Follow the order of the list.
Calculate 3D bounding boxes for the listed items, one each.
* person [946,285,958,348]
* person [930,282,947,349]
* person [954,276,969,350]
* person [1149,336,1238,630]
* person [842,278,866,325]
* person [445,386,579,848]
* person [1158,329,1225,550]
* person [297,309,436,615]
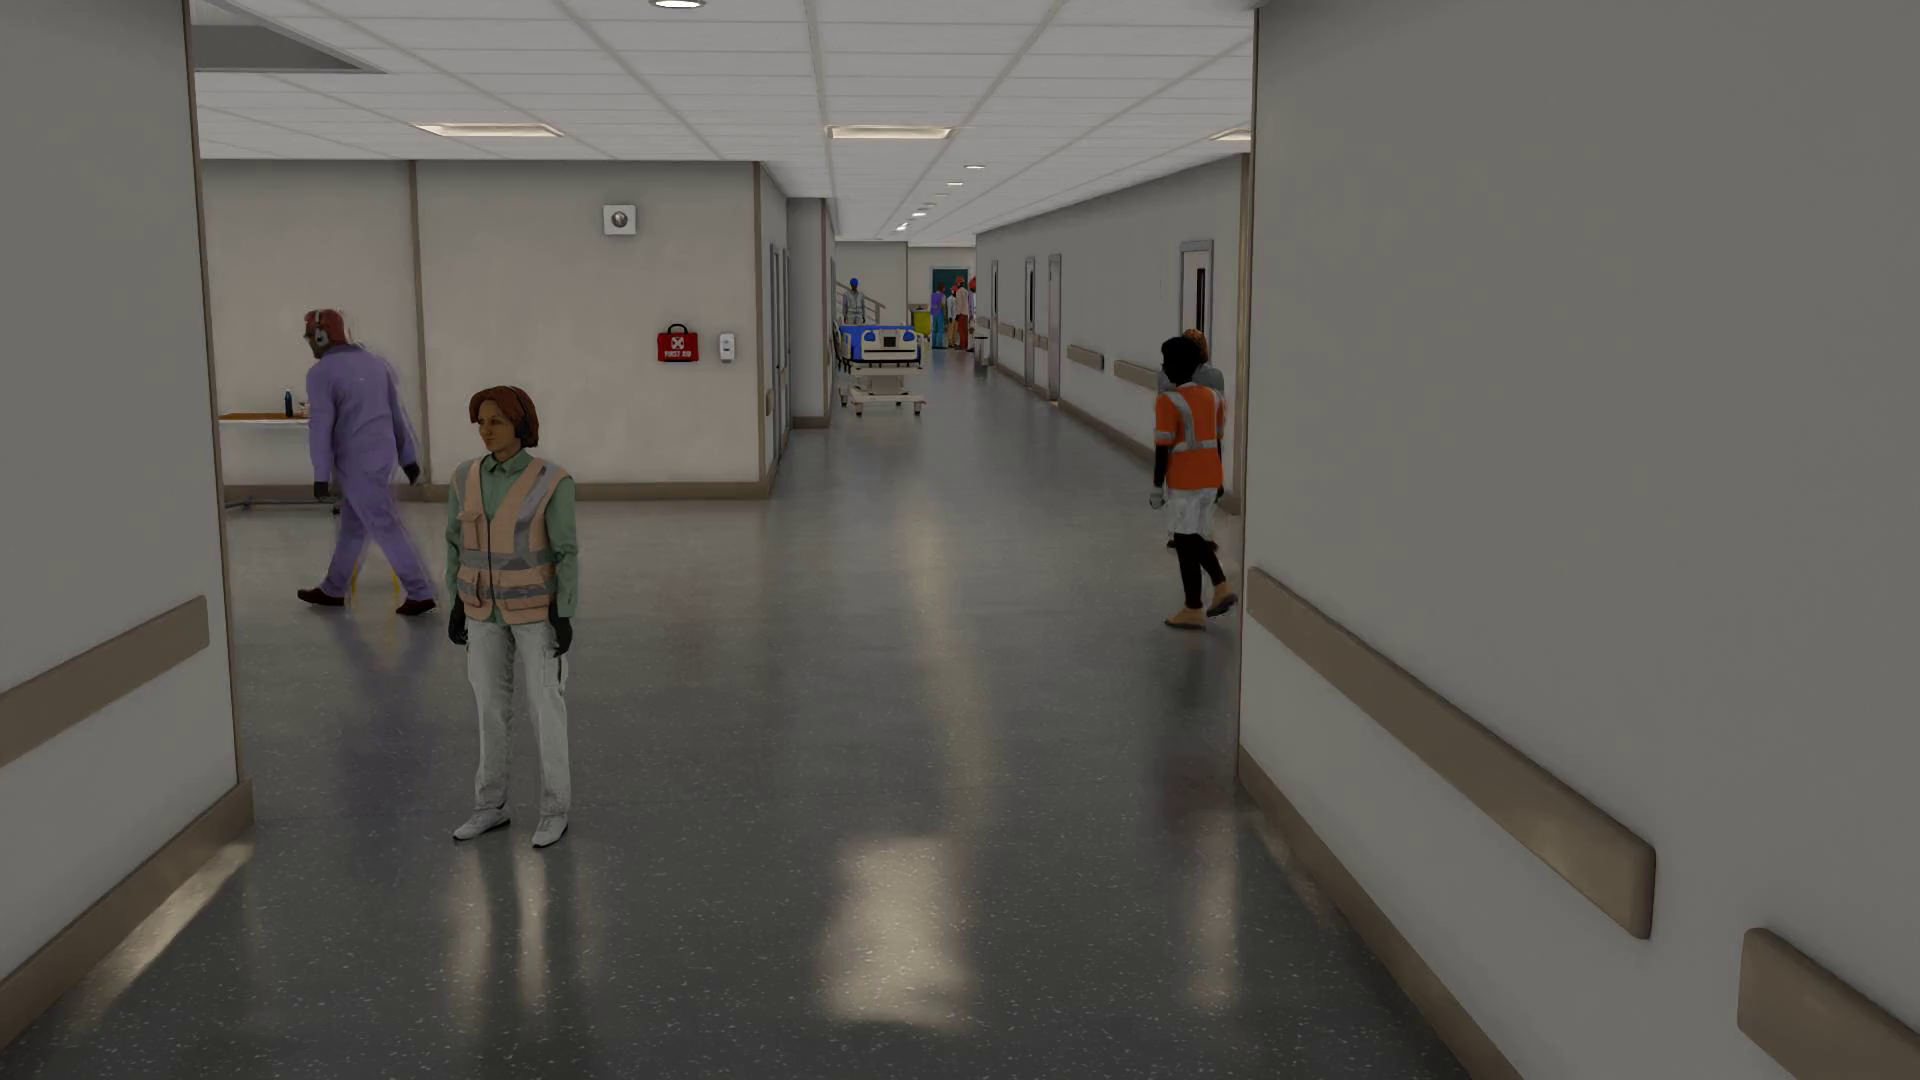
[{"bbox_3d":[-0.155,-6.240,46.460,0.337,1.742,0.562,4,10,26],"label":"person"},{"bbox_3d":[-0.588,-6.134,45.547,0.404,1.830,0.573,-8,12,-40],"label":"person"},{"bbox_3d":[0.023,-6.114,44.892,0.396,1.990,0.621,4,10,22],"label":"person"},{"bbox_3d":[1.310,-0.321,9.508,0.385,1.679,0.544,8,12,41],"label":"person"},{"bbox_3d":[-2.726,-5.772,42.886,0.618,1.945,0.395,-4,10,-23],"label":"person"},{"bbox_3d":[-1.589,0.270,5.912,0.514,1.642,0.310,3,9,17],"label":"person"},{"bbox_3d":[1.692,-0.728,12.203,0.498,1.634,0.280,2,9,15],"label":"person"},{"bbox_3d":[-3.573,-0.462,9.954,1.035,1.839,0.674,2,9,14],"label":"person"}]
